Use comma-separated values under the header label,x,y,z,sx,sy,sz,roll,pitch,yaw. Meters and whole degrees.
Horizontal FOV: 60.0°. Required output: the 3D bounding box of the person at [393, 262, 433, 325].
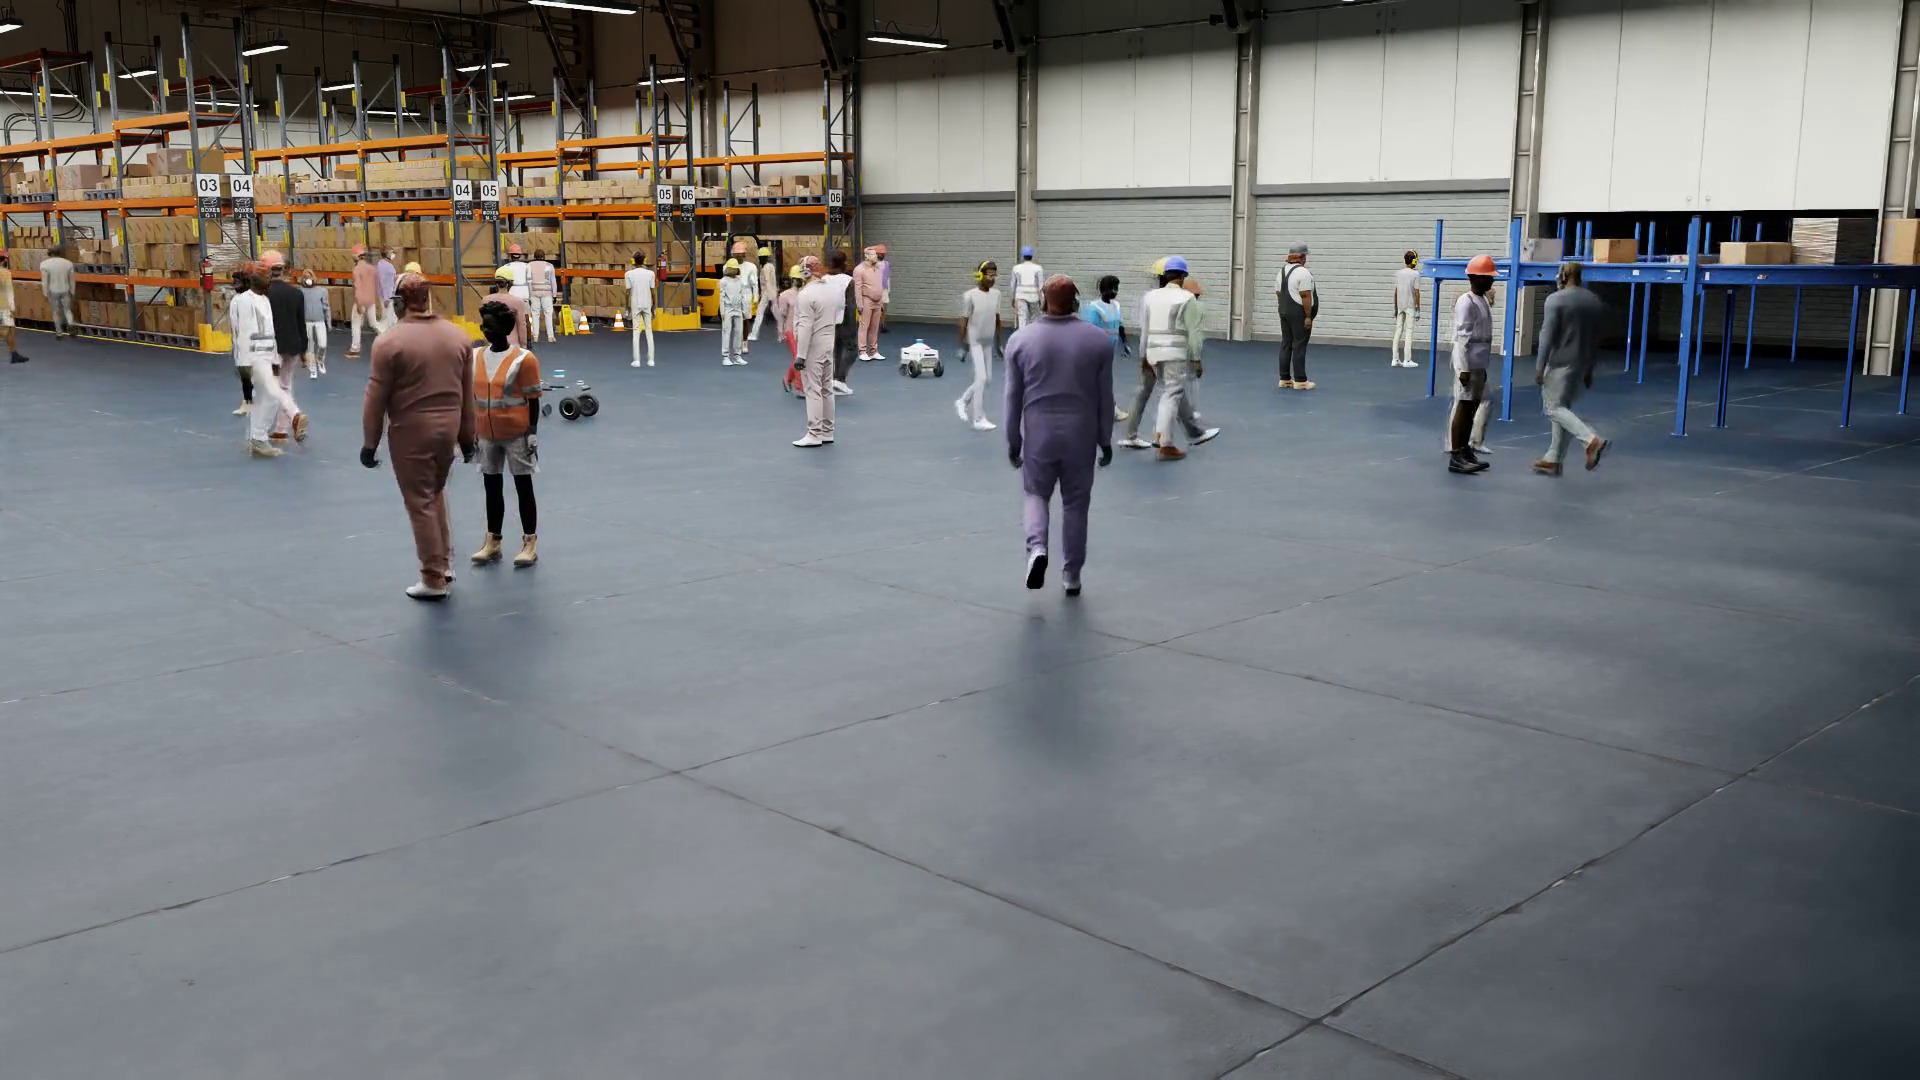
label,x,y,z,sx,sy,sz,roll,pitch,yaw
person,-7.379,-2.871,22.445,0.555,1.751,0.395,1,10,5

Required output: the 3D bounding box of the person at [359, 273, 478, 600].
label,x,y,z,sx,sy,sz,roll,pitch,yaw
person,-3.213,-0.605,9.732,0.609,1.890,0.655,7,12,33

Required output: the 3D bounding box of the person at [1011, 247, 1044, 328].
label,x,y,z,sx,sy,sz,roll,pitch,yaw
person,1.272,-4.588,31.462,0.632,1.887,1.047,1,10,3

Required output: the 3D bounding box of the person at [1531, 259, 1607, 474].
label,x,y,z,sx,sy,sz,roll,pitch,yaw
person,5.420,-1.504,14.616,0.688,1.901,0.745,-6,12,-30

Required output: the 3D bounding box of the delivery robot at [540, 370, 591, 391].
label,x,y,z,sx,sy,sz,roll,pitch,yaw
delivery robot,-4.670,-1.870,19.430,0.698,0.223,0.335,3,11,16

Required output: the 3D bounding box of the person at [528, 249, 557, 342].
label,x,y,z,sx,sy,sz,roll,pitch,yaw
person,-8.328,-4.859,33.068,0.633,1.841,0.429,-1,10,-4

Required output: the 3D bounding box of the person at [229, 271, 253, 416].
label,x,y,z,sx,sy,sz,roll,pitch,yaw
person,-8.325,-2.287,19.439,0.537,1.696,0.318,5,12,26

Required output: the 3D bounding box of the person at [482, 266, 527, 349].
label,x,y,z,sx,sy,sz,roll,pitch,yaw
person,-5.197,-2.242,19.034,0.517,1.757,0.336,1,10,6

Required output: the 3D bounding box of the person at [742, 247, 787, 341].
label,x,y,z,sx,sy,sz,roll,pitch,yaw
person,-3.853,-4.938,33.428,1.011,1.875,0.597,1,10,7

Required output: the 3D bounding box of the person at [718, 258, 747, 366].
label,x,y,z,sx,sy,sz,roll,pitch,yaw
person,-3.718,-3.731,27.213,0.486,1.735,0.325,-9,14,-41

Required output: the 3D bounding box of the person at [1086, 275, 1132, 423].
label,x,y,z,sx,sy,sz,roll,pitch,yaw
person,1.720,-2.148,18.798,0.816,1.657,0.532,8,13,37

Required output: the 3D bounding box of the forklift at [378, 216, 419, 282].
label,x,y,z,sx,sy,sz,roll,pitch,yaw
forklift,-17.868,-9.201,54.028,1.873,2.768,1.129,-10,14,-44

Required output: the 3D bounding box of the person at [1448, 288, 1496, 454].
label,x,y,z,sx,sy,sz,roll,pitch,yaw
person,4.976,-1.625,16.014,0.507,1.618,0.529,-1,10,-7

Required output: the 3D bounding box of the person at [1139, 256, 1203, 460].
label,x,y,z,sx,sy,sz,roll,pitch,yaw
person,2.013,-1.731,15.813,0.515,1.908,0.708,-9,14,-40

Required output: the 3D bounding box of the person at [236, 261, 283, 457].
label,x,y,z,sx,sy,sz,roll,pitch,yaw
person,-6.624,-1.711,15.823,0.480,1.867,0.611,-1,10,-4

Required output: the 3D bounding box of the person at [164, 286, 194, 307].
label,x,y,z,sx,sy,sz,roll,pitch,yaw
person,-18.861,-6.223,40.105,1.017,1.986,0.613,6,12,30

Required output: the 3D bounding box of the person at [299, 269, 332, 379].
label,x,y,z,sx,sy,sz,roll,pitch,yaw
person,-9.605,-3.209,24.671,0.518,1.617,0.366,-4,11,-22

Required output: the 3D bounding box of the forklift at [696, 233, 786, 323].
label,x,y,z,sx,sy,sz,roll,pitch,yaw
forklift,-5.496,-6.489,41.108,2.313,2.155,1.214,-10,14,-44

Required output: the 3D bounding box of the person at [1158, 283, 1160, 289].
label,x,y,z,sx,sy,sz,roll,pitch,yaw
person,3.505,-3.696,27.399,0.516,1.598,0.825,7,13,35

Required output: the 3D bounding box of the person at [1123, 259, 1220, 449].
label,x,y,z,sx,sy,sz,roll,pitch,yaw
person,2.079,-1.844,16.522,1.000,1.869,0.591,-2,11,-13

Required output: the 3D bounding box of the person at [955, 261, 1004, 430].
label,x,y,z,sx,sy,sz,roll,pitch,yaw
person,0.182,-2.166,18.415,0.532,1.841,0.666,-10,14,-43

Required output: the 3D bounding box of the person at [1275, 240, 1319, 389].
label,x,y,z,sx,sy,sz,roll,pitch,yaw
person,4.717,-3.114,23.125,0.538,2.000,0.687,-5,11,-24

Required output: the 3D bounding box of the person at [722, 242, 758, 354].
label,x,y,z,sx,sy,sz,roll,pitch,yaw
person,-3.898,-4.280,29.525,0.611,1.996,1.043,-2,11,-9

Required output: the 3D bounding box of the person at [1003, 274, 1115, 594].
label,x,y,z,sx,sy,sz,roll,pitch,yaw
person,0.583,-0.604,9.750,0.650,1.893,0.519,1,10,3

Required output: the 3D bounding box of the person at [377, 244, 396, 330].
label,x,y,z,sx,sy,sz,roll,pitch,yaw
person,-10.431,-4.412,30.368,0.373,1.940,0.628,-1,10,-8

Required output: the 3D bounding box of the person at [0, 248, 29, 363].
label,x,y,z,sx,sy,sz,roll,pitch,yaw
person,-15.978,-3.881,27.593,0.546,1.899,0.777,6,12,32

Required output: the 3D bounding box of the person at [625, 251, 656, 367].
label,x,y,z,sx,sy,sz,roll,pitch,yaw
person,-5.173,-3.746,26.962,0.493,1.861,0.332,-4,11,-20

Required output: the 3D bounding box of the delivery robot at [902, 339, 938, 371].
label,x,y,z,sx,sy,sz,roll,pitch,yaw
delivery robot,-0.609,-2.790,25.147,0.477,0.478,0.707,-5,12,-26

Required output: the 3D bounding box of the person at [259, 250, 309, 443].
label,x,y,z,sx,sy,sz,roll,pitch,yaw
person,-6.852,-1.941,16.828,0.833,1.968,0.624,8,13,36

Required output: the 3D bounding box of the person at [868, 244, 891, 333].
label,x,y,z,sx,sy,sz,roll,pitch,yaw
person,-1.771,-5.487,36.285,0.545,1.924,0.548,-9,14,-40

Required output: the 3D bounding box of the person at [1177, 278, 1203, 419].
label,x,y,z,sx,sy,sz,roll,pitch,yaw
person,2.599,-2.211,19.235,0.410,1.621,0.515,9,14,40

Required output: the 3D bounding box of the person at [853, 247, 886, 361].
label,x,y,z,sx,sy,sz,roll,pitch,yaw
person,-1.512,-4.004,28.216,0.408,1.913,0.642,8,13,38

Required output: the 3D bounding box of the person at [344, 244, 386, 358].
label,x,y,z,sx,sy,sz,roll,pitch,yaw
person,-10.286,-4.155,28.919,0.926,1.966,0.631,2,11,13

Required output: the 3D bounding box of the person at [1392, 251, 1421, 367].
label,x,y,z,sx,sy,sz,roll,pitch,yaw
person,7.222,-3.730,26.866,0.311,1.863,0.510,-8,13,-38

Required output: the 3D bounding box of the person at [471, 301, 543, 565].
label,x,y,z,sx,sy,sz,roll,pitch,yaw
person,-2.930,-0.685,10.697,0.536,1.696,0.322,3,11,18

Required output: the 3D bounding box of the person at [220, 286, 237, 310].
label,x,y,z,sx,sy,sz,roll,pitch,yaw
person,-14.891,-5.053,34.125,0.575,1.833,0.990,-8,13,-38

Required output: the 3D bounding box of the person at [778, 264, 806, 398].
label,x,y,z,sx,sy,sz,roll,pitch,yaw
person,-2.180,-2.763,21.925,0.512,1.731,0.768,-8,13,-38

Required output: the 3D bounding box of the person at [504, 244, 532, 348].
label,x,y,z,sx,sy,sz,roll,pitch,yaw
person,-8.293,-4.561,31.177,0.543,1.939,0.371,-7,12,-33

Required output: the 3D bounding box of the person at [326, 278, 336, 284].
label,x,y,z,sx,sy,sz,roll,pitch,yaw
person,-17.796,-7.437,47.127,0.429,1.844,0.626,-2,11,-12

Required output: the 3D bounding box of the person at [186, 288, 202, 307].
label,x,y,z,sx,sy,sz,roll,pitch,yaw
person,-19.641,-6.538,42.327,0.766,1.803,0.598,9,14,42

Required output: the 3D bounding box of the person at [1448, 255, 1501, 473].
label,x,y,z,sx,sy,sz,roll,pitch,yaw
person,4.633,-1.583,14.942,0.364,1.935,0.553,7,12,33

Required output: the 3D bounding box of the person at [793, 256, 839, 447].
label,x,y,z,sx,sy,sz,roll,pitch,yaw
person,-1.481,-1.897,16.756,0.409,1.903,0.638,5,11,24

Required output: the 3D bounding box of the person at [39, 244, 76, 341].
label,x,y,z,sx,sy,sz,roll,pitch,yaw
person,-18.156,-4.983,33.507,0.537,1.929,0.646,10,14,44

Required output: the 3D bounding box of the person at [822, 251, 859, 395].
label,x,y,z,sx,sy,sz,roll,pitch,yaw
person,-1.581,-2.870,22.049,0.603,1.904,0.480,8,13,37
